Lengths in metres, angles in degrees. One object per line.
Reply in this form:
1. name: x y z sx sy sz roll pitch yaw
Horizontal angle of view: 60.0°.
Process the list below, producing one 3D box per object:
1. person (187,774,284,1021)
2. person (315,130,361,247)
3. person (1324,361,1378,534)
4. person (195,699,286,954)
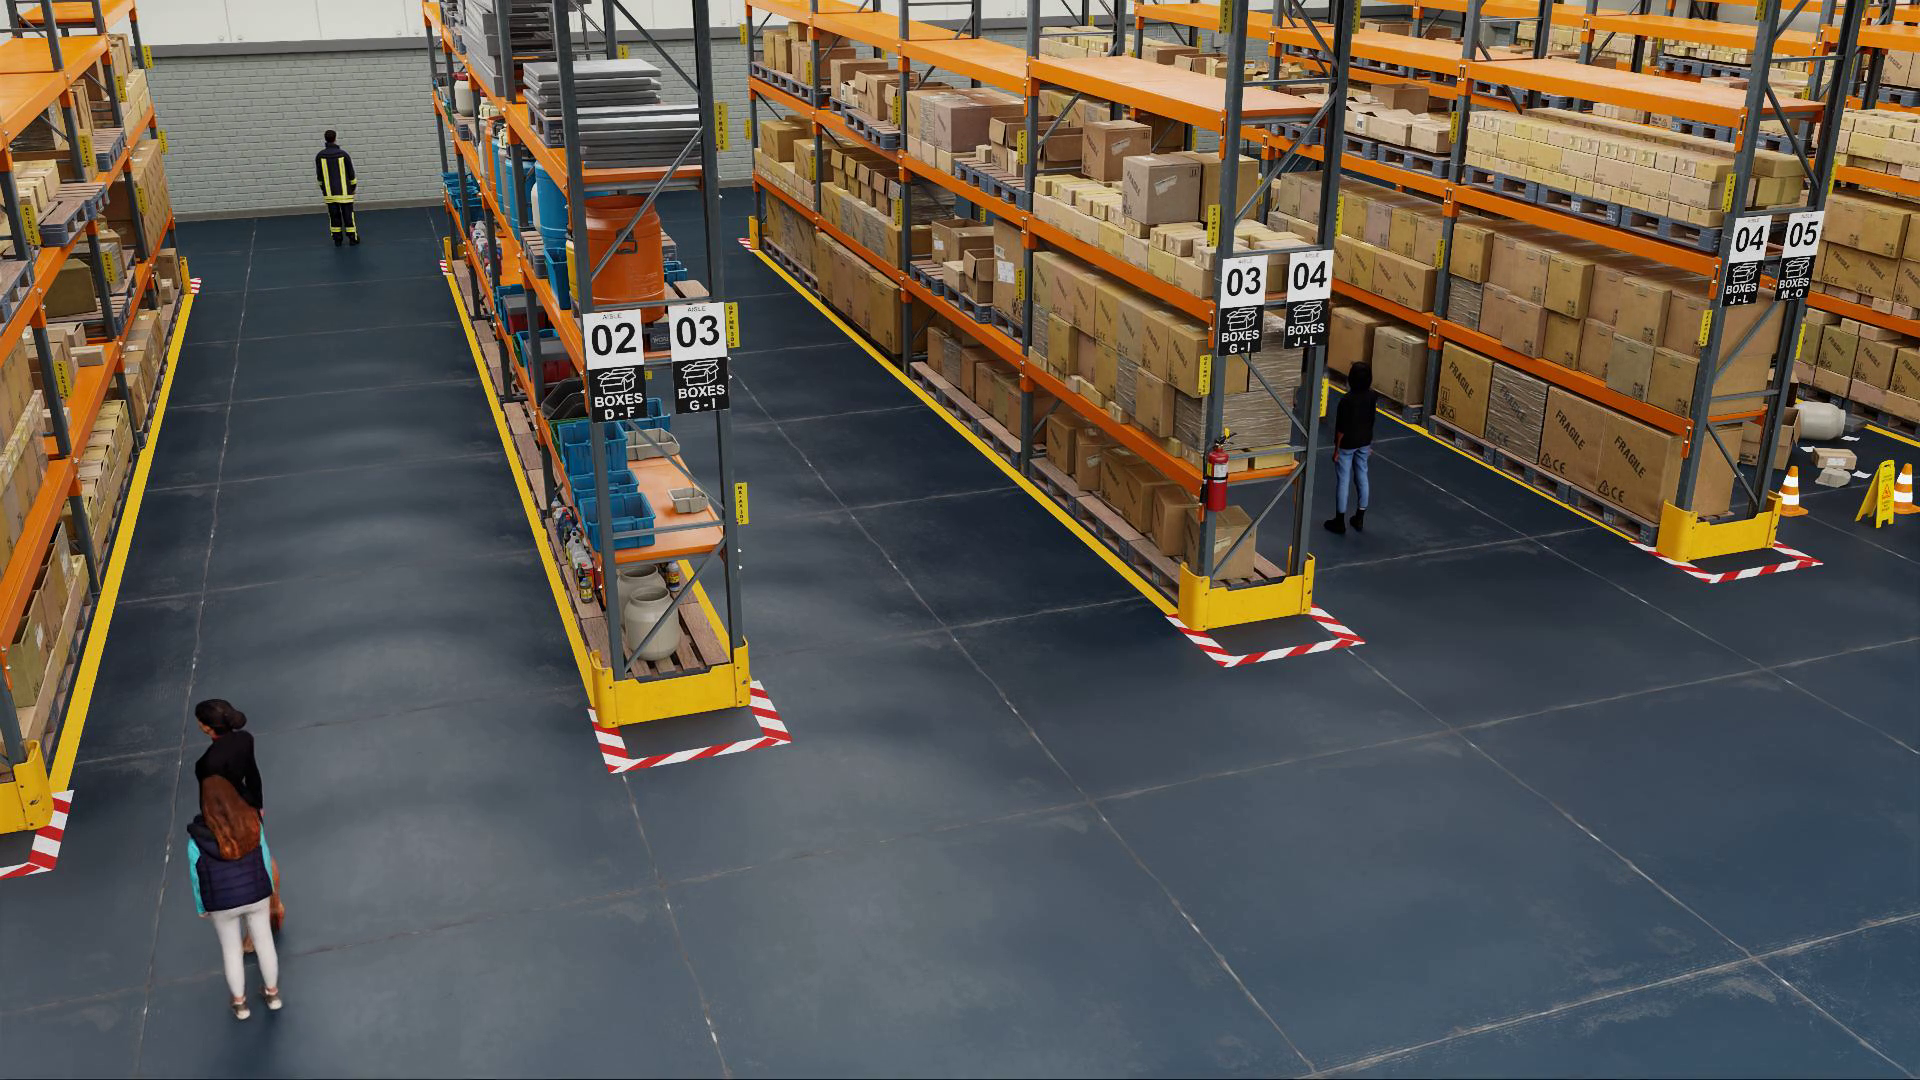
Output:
1. person: -4.001 1.974 9.238 0.612 1.501 0.625 -12 25 -27
2. person: -10.489 -5.938 28.020 0.823 1.927 0.722 -4 23 -10
3. person: 3.783 -0.896 15.990 0.556 1.701 0.520 -8 24 -19
4. person: -4.251 1.671 9.797 0.754 1.640 0.681 4 23 9
